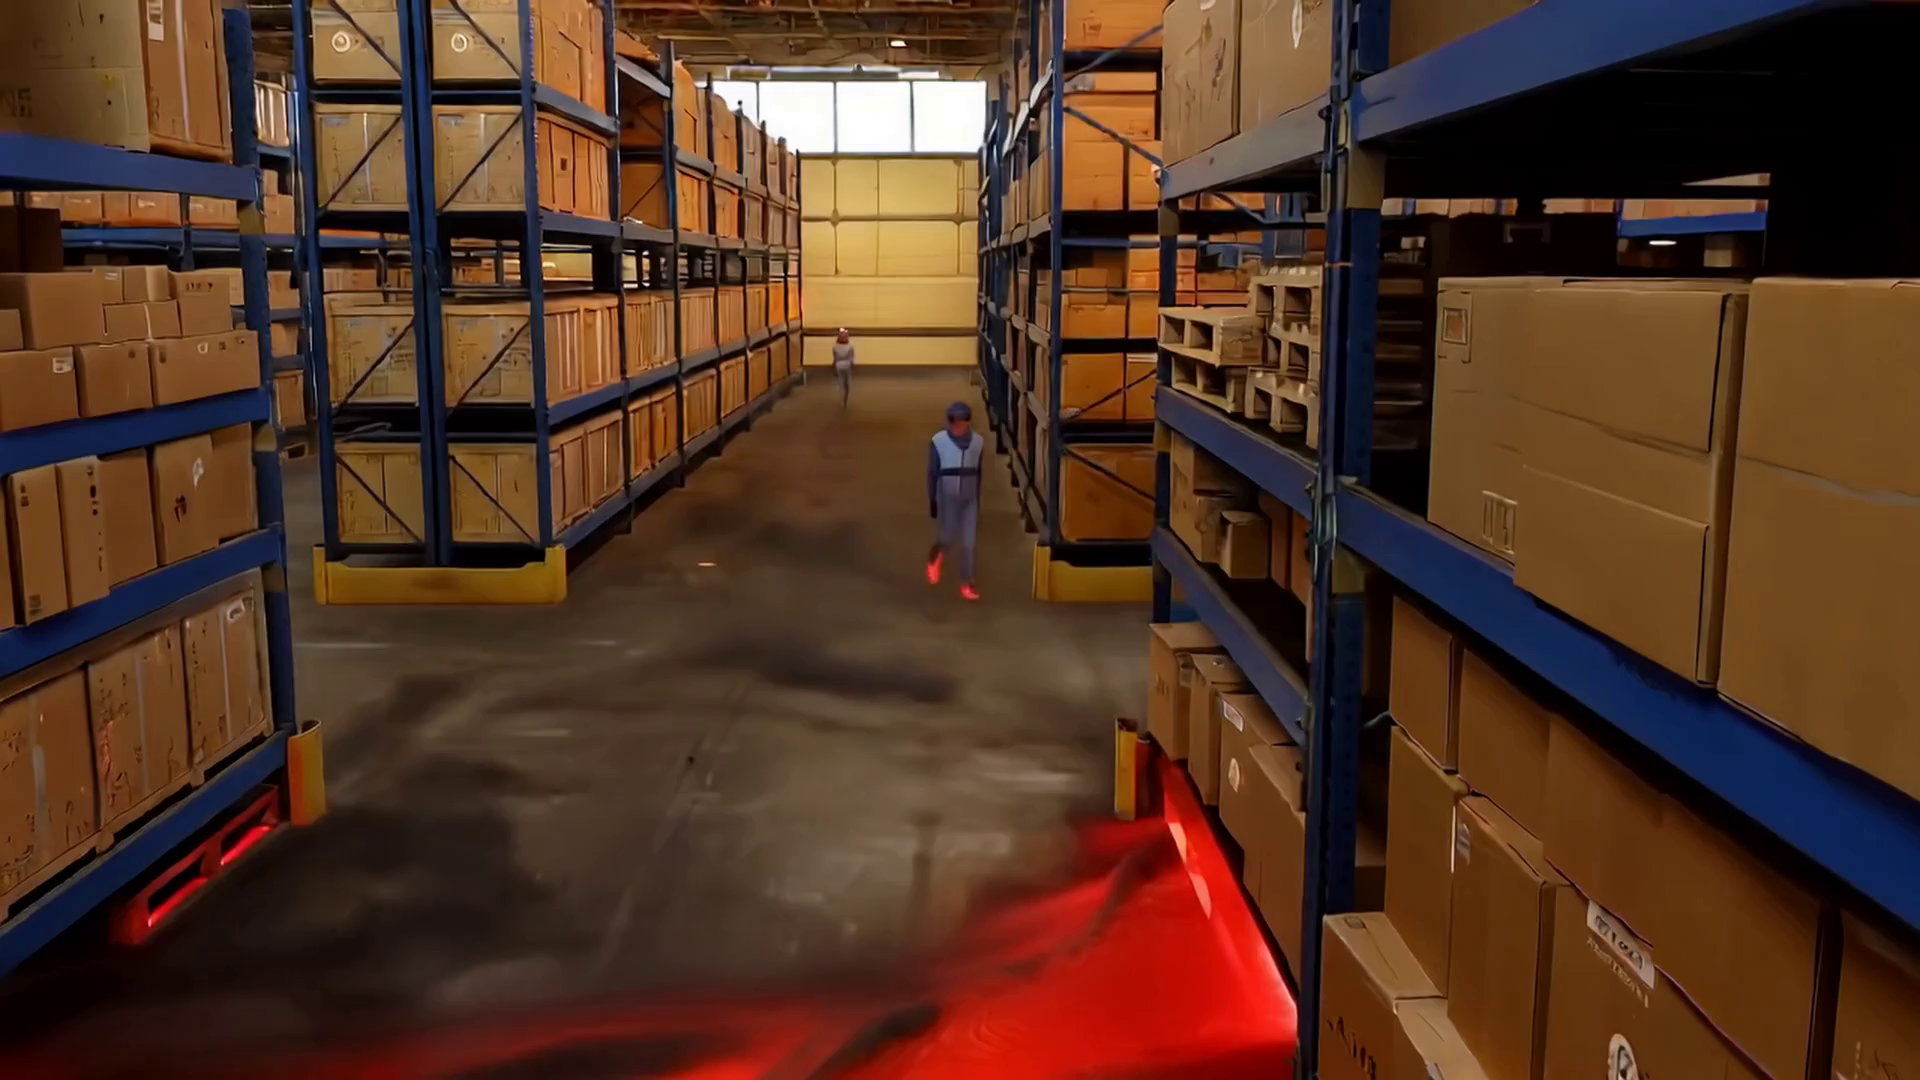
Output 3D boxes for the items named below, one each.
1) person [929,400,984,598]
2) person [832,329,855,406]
[{"bbox_3d":[-0.048,-0.399,15.514,0.579,1.830,0.694,-4,10,-24],"label":"person"},{"bbox_3d":[-2.562,-3.772,36.522,0.494,1.718,0.720,0,9,-2],"label":"person"}]
